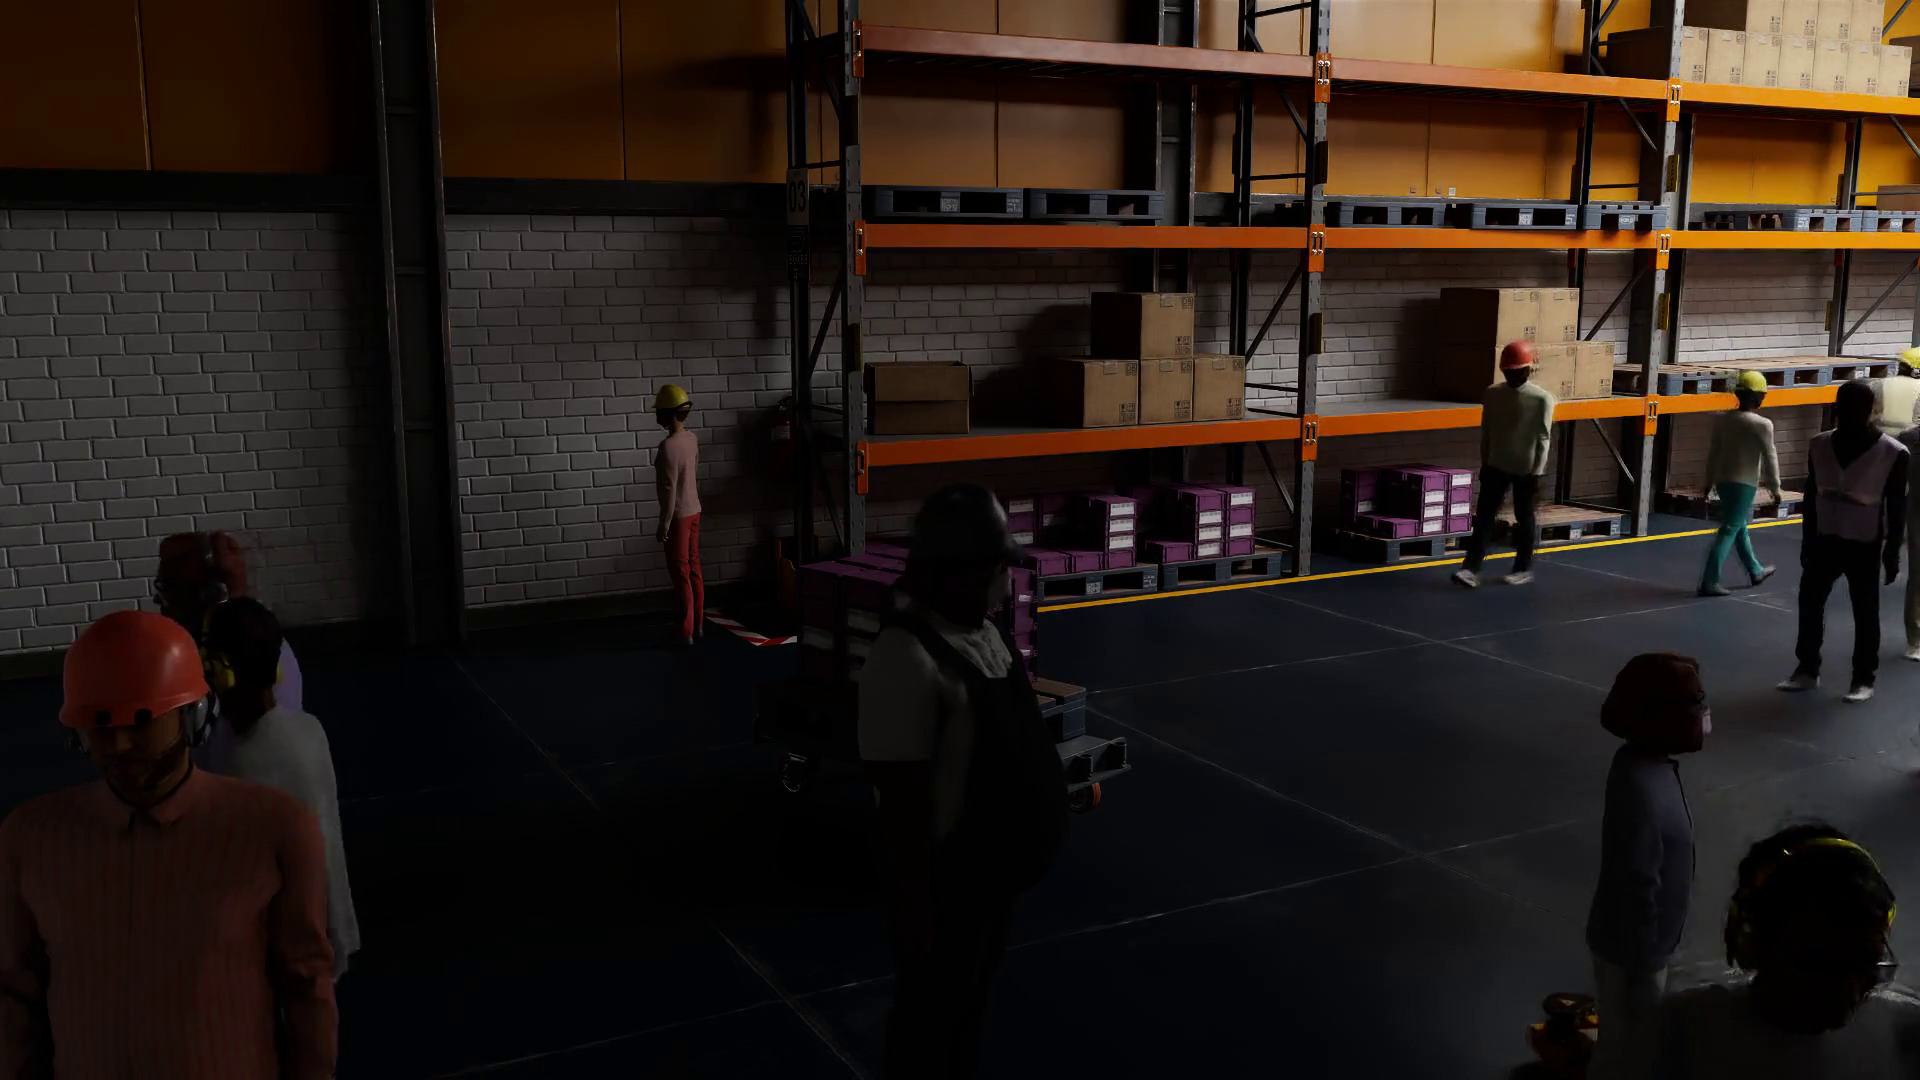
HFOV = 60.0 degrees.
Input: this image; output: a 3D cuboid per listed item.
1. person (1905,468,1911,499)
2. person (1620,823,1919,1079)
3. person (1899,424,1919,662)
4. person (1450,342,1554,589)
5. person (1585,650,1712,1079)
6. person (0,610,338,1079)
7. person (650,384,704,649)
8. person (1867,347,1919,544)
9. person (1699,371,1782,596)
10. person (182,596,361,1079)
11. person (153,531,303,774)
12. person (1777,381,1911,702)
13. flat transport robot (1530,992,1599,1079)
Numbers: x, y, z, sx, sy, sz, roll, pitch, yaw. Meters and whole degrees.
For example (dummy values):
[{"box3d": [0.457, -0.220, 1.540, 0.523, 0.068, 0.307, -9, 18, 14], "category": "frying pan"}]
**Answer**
[{"box3d": [7.543, -0.359, 12.705, 0.526, 1.619, 0.573, 9, 14, 43], "category": "person"}, {"box3d": [1.337, 1.289, 2.737, 0.606, 1.812, 0.981, 0, 10, -2], "category": "person"}, {"box3d": [6.376, -0.152, 10.867, 0.546, 1.847, 0.612, 5, 11, 26], "category": "person"}, {"box3d": [4.237, -0.556, 12.923, 1.011, 1.937, 0.629, -10, 14, -44], "category": "person"}, {"box3d": [1.785, 1.086, 4.352, 0.280, 1.636, 0.500, 4, 11, 23], "category": "person"}, {"box3d": [-1.509, 1.108, 3.189, 0.611, 1.996, 0.378, -2, 10, -12], "category": "person"}, {"box3d": [-1.902, -0.156, 11.135, 0.315, 1.768, 0.526, 2, 10, 10], "category": "person"}, {"box3d": [8.435, -0.841, 15.007, 0.637, 1.793, 0.420, 6, 12, 32], "category": "person"}, {"box3d": [6.088, -0.433, 12.825, 0.899, 1.716, 0.555, -4, 11, -20], "category": "person"}, {"box3d": [-1.602, 1.046, 3.992, 0.444, 1.842, 0.591, -1, 10, -4], "category": "person"}, {"box3d": [-2.087, 0.906, 4.660, 0.520, 1.892, 0.669, -2, 10, -13], "category": "person"}, {"box3d": [5.246, 0.017, 9.797, 0.483, 1.893, 0.604, -7, 12, -34], "category": "person"}, {"box3d": [2.330, 1.685, 4.833, 0.652, 0.197, 1.431, -2, 10, -11], "category": "flat transport robot"}]
